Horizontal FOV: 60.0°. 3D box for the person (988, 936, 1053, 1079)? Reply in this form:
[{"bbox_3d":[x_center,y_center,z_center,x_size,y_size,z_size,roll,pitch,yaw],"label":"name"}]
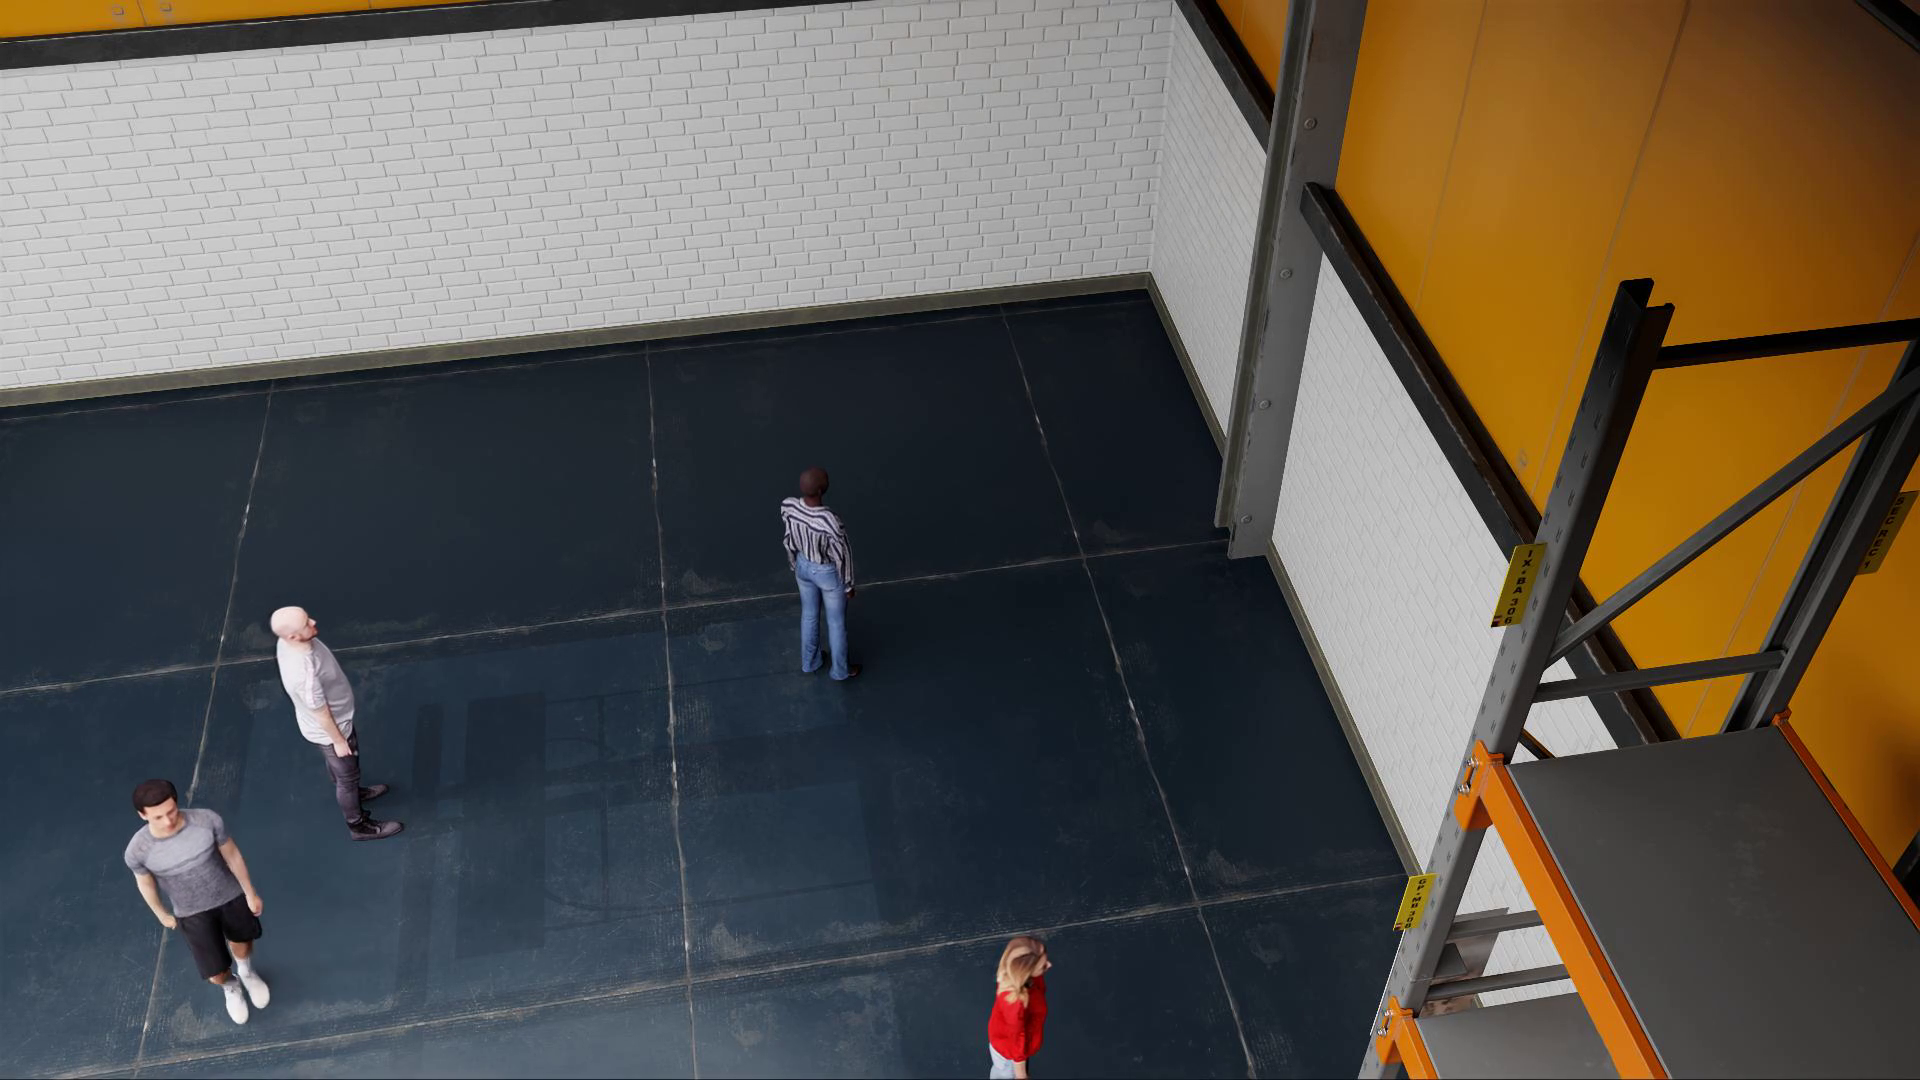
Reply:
[{"bbox_3d":[0.271,2.478,8.278,0.718,1.702,0.512,0,44,0],"label":"person"}]

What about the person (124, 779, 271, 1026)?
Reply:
[{"bbox_3d":[-4.027,1.828,8.845,0.790,1.860,0.834,-27,50,-26],"label":"person"}]

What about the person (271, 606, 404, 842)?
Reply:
[{"bbox_3d":[-3.686,1.043,9.690,0.790,1.831,0.613,-19,47,-19],"label":"person"}]

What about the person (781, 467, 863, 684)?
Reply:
[{"bbox_3d":[-0.882,0.233,10.566,0.694,1.796,0.735,22,48,21],"label":"person"}]
